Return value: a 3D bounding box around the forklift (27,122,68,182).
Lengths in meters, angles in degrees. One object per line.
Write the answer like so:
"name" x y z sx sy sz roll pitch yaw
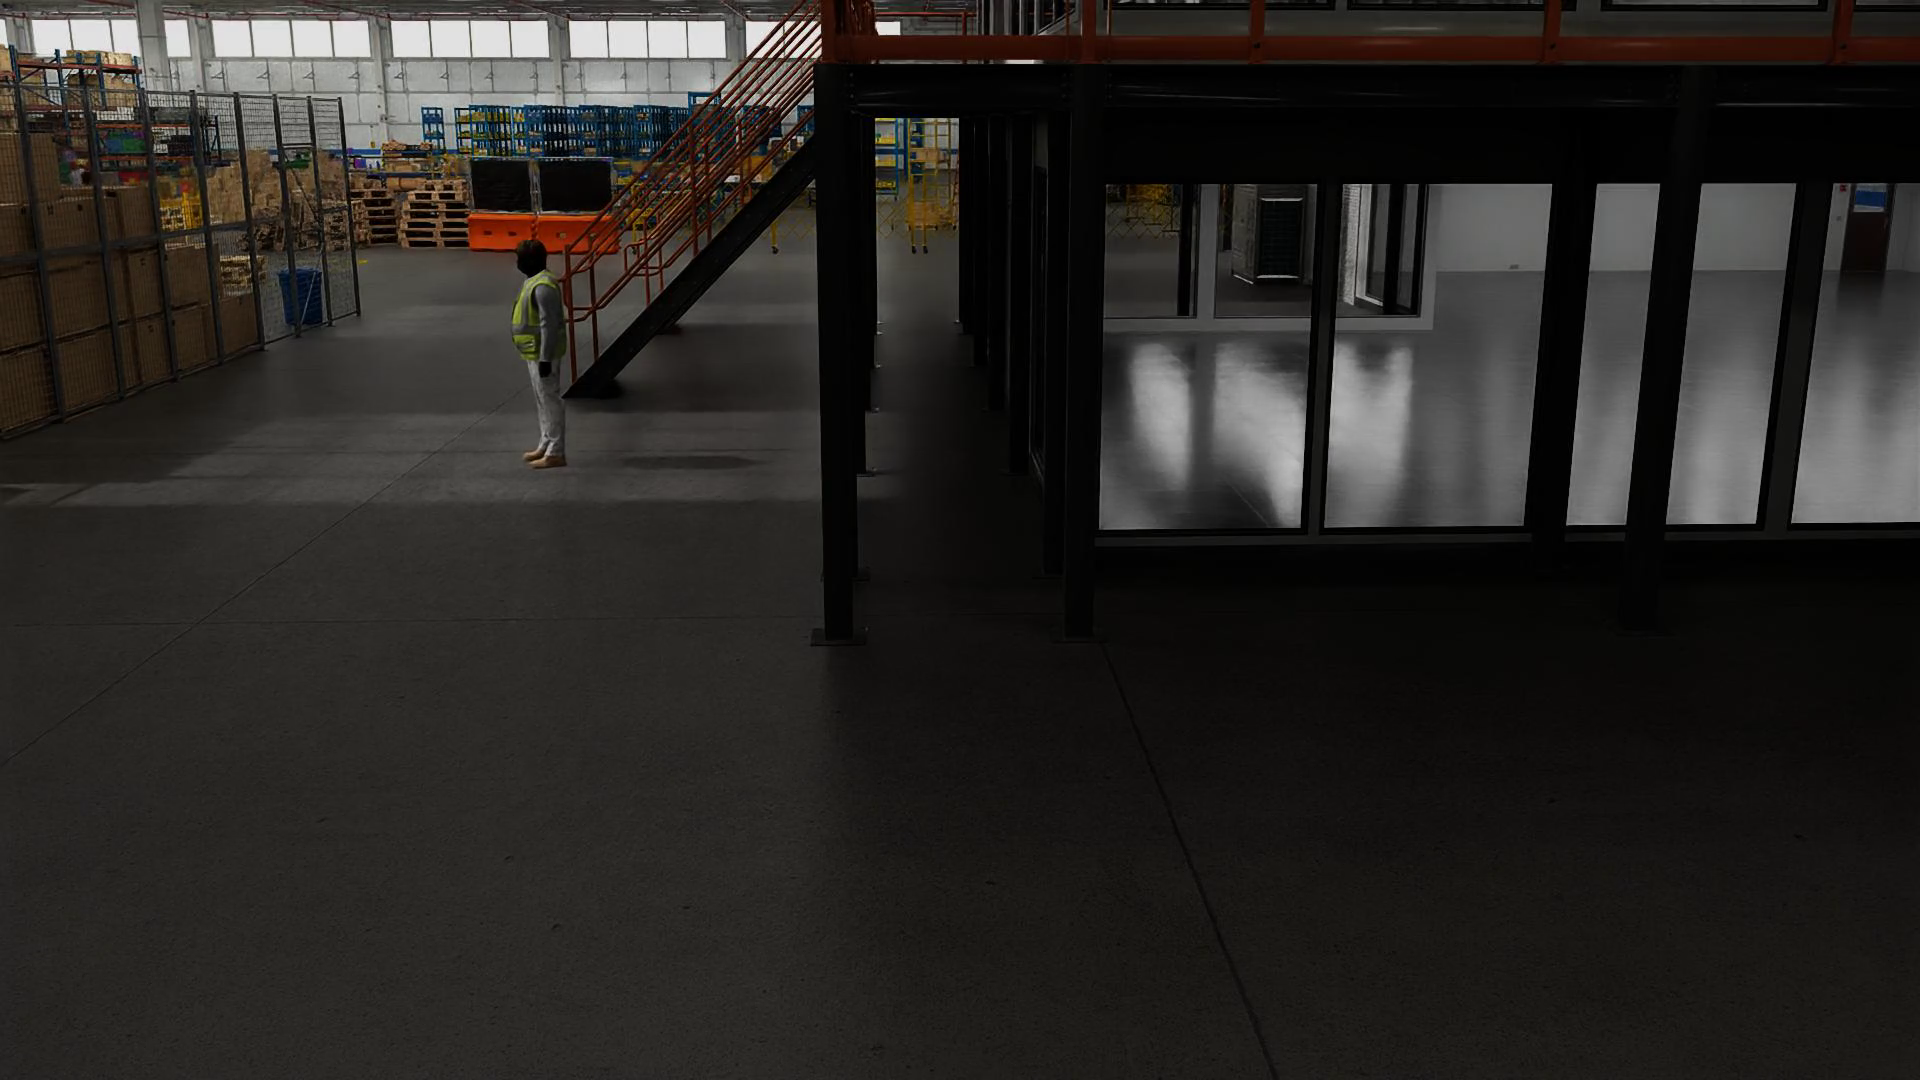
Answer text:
"forklift" -35.376 -14.773 64.377 1.129 2.768 1.873 -1 14 -2

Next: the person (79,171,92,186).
"person" -16.977 -6.257 32.427 0.597 1.852 0.544 10 17 34

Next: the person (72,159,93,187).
"person" -23.973 -9.536 45.625 0.607 1.807 0.710 0 14 -2

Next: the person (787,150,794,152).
"person" -7.500 -16.737 74.205 0.401 1.906 0.649 3 14 13

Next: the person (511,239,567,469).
"person" -3.394 -1.500 13.444 0.430 1.841 0.624 -5 15 -20

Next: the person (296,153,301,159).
"person" -24.477 -13.494 61.700 0.524 1.675 0.756 -5 15 -20

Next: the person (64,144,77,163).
"person" -36.121 -15.126 67.733 0.633 1.928 0.429 5 15 17

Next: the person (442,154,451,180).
"person" -17.143 -12.014 55.612 0.327 1.769 0.525 -2 14 -7

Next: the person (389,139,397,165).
"person" -27.973 -18.773 82.168 0.612 1.991 0.392 13 19 43
